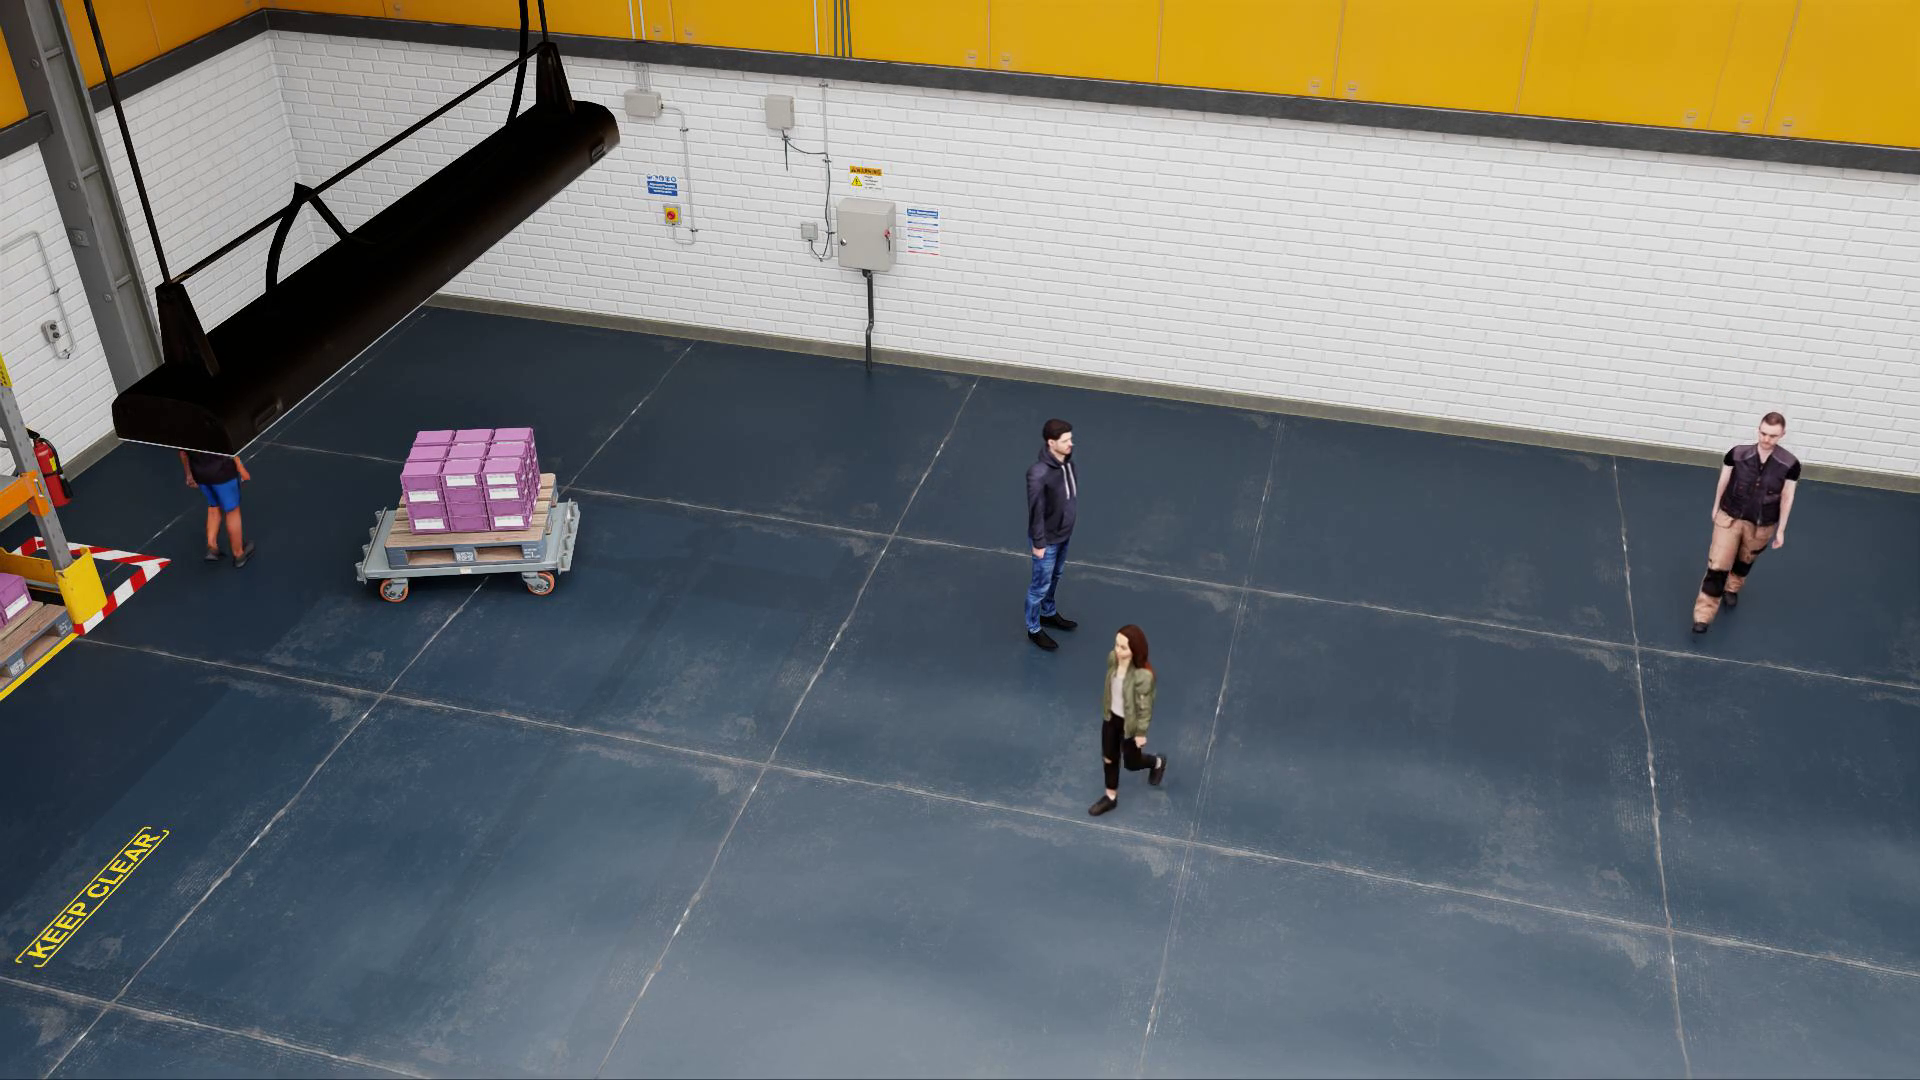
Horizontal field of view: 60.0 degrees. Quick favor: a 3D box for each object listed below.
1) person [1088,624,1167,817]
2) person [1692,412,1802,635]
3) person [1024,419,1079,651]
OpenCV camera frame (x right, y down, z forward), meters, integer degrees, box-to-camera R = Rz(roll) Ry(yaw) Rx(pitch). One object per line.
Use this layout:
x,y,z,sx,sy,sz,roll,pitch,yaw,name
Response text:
1.134,1.161,10.887,0.965,1.463,0.863,-23,40,-30,person
5.993,-0.192,12.627,0.839,1.789,1.214,15,36,21,person
0.663,-0.075,12.356,0.787,1.895,0.604,18,37,24,person
